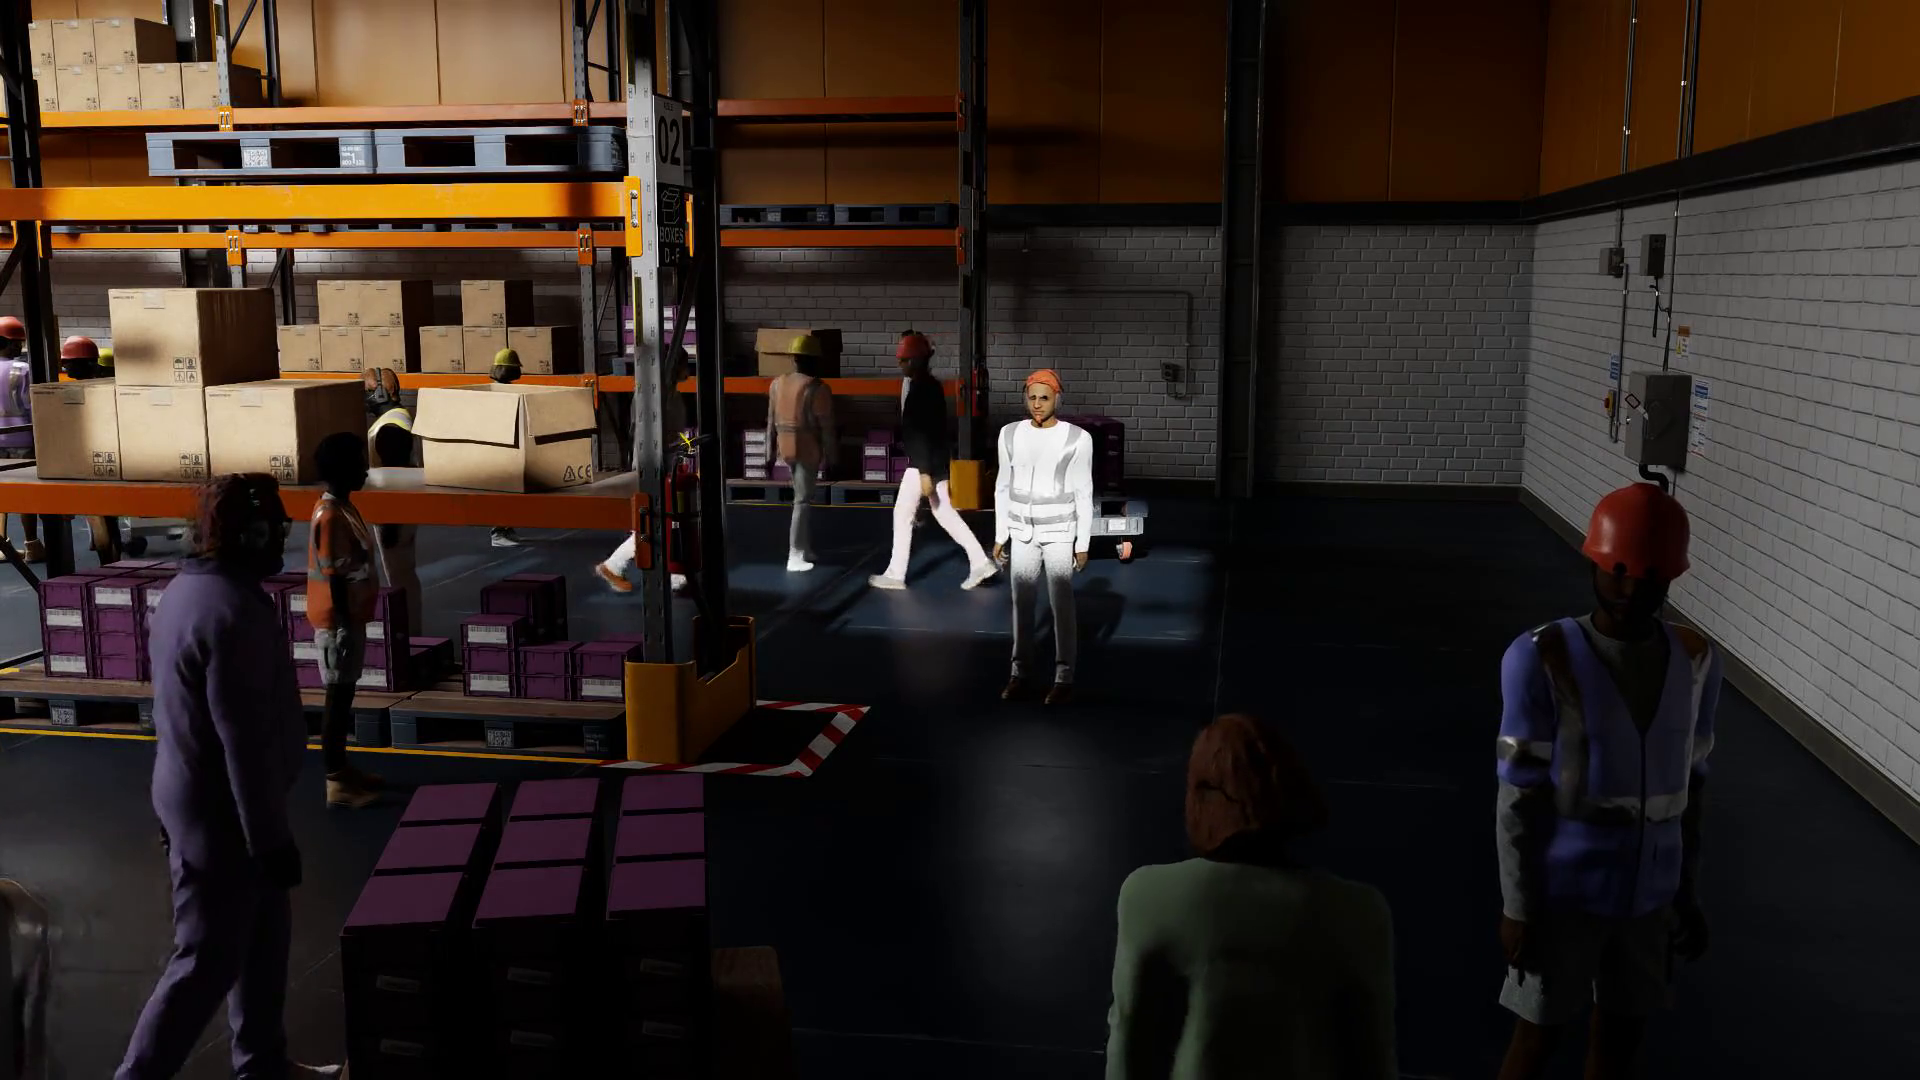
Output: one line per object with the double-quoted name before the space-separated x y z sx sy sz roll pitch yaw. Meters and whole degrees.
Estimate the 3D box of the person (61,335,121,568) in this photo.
"person" -6.523 -0.558 12.466 0.357 1.936 0.551 -2 9 -12

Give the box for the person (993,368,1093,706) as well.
"person" 0.465 -0.017 9.299 0.579 1.879 0.348 5 10 27

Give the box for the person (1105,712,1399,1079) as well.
"person" 0.535 1.112 3.075 0.544 1.619 0.360 1 9 9

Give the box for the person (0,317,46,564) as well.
"person" -7.819 -0.820 13.766 0.615 2.041 0.392 2 9 9

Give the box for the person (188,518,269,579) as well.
"person" -5.012 -0.334 11.399 0.601 1.830 0.403 -7 12 -38

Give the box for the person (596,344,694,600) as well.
"person" -2.241 -0.481 12.099 0.730 1.913 0.667 0 9 2

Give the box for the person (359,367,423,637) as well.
"person" -3.490 -0.137 10.185 0.429 1.836 0.625 -3 10 -20

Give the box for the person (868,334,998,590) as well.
"person" -0.186 -0.574 12.547 0.950 1.962 0.635 3 10 18

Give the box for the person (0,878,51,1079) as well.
"person" -1.685 1.111 2.523 0.791 1.798 0.619 3 10 18

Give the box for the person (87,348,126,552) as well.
"person" -7.339 -0.767 14.329 0.518 1.756 0.351 5 10 28

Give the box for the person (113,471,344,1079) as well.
"person" -2.098 0.757 4.557 0.698 1.870 0.663 -6 11 -32

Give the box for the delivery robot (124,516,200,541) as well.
"delivery robot" -6.766 -0.203 14.247 0.707 0.478 0.477 -4 10 -22

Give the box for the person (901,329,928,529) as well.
"person" -0.447 -1.035 15.621 0.326 1.876 0.520 1 9 4

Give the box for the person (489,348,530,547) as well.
"person" -3.979 -0.815 14.666 0.325 1.740 0.492 1 9 3

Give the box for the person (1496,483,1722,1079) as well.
"person" 1.528 0.821 3.926 0.546 1.934 0.376 -2 9 -10

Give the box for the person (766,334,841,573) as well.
"person" -1.212 -0.702 13.434 0.624 1.904 0.684 6 11 34

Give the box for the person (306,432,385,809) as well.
"person" -2.787 0.356 7.535 0.317 1.697 0.540 -3 10 -18
